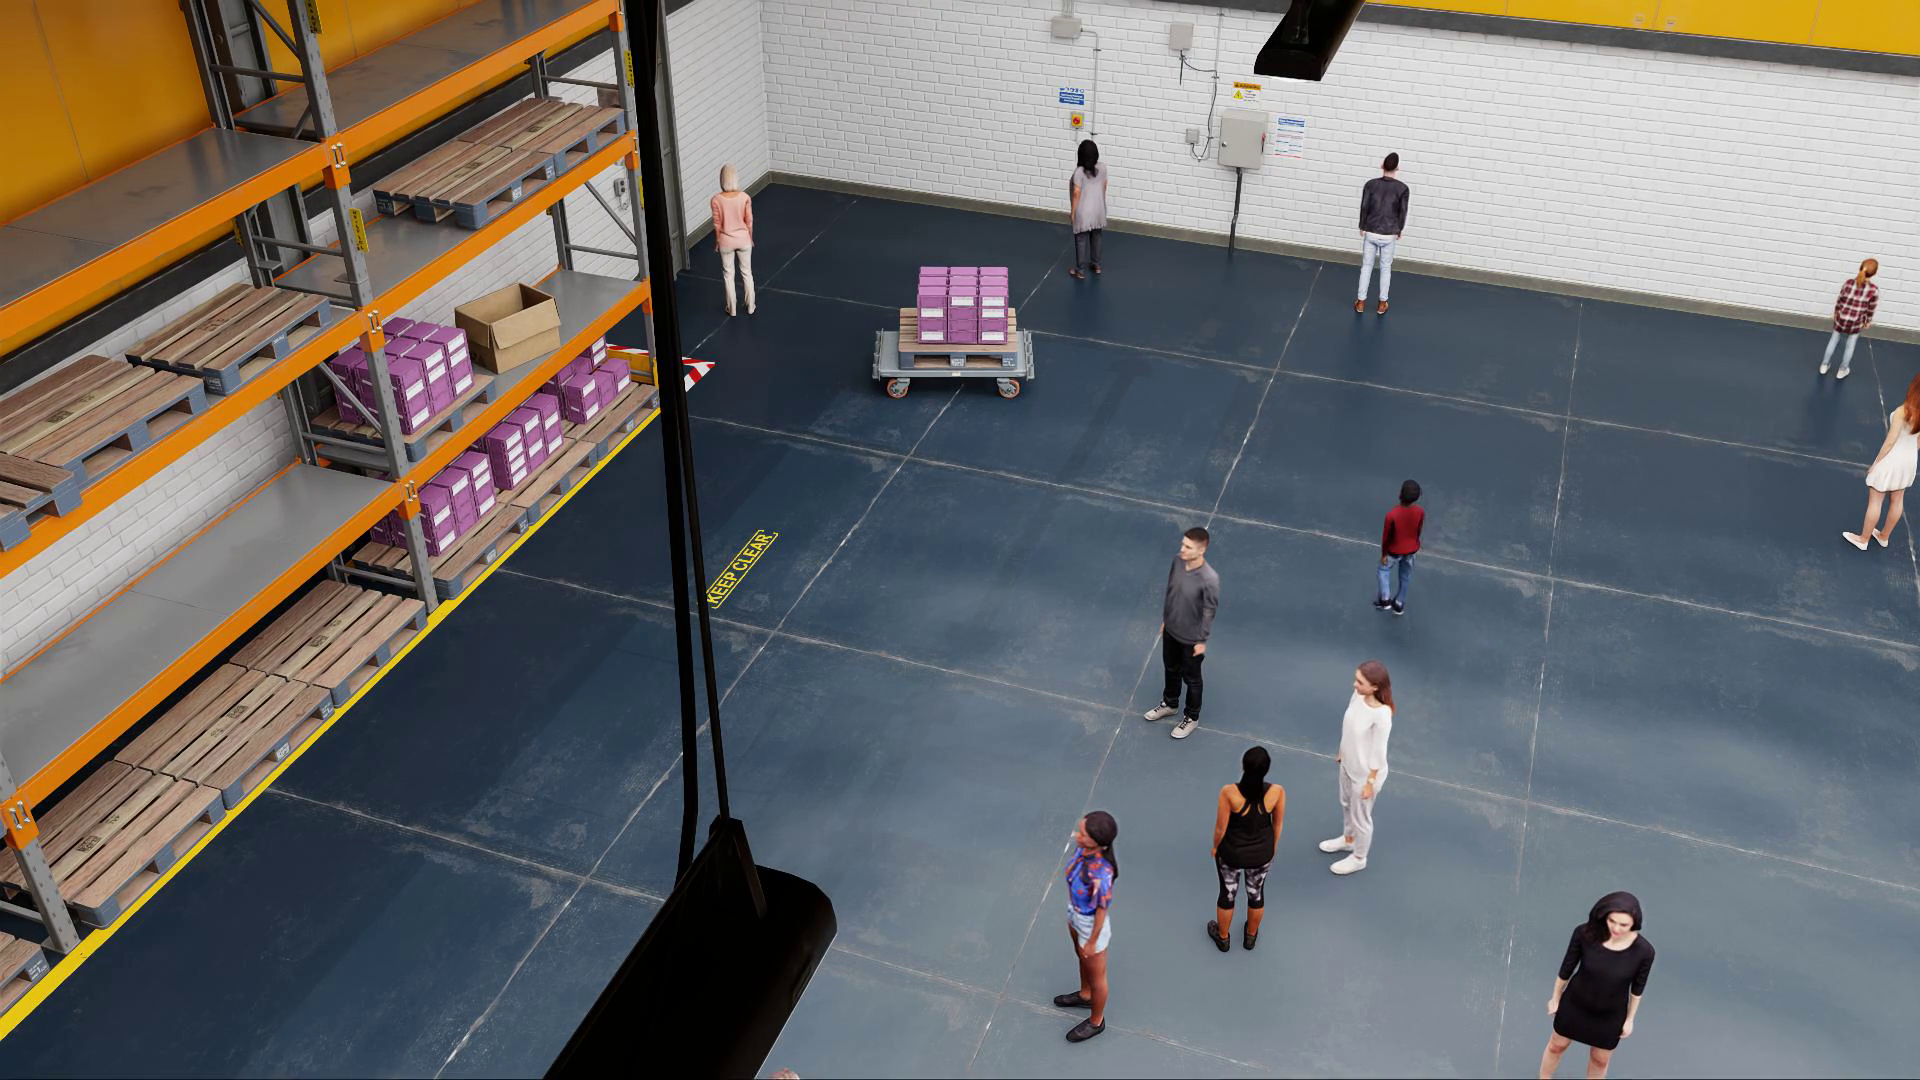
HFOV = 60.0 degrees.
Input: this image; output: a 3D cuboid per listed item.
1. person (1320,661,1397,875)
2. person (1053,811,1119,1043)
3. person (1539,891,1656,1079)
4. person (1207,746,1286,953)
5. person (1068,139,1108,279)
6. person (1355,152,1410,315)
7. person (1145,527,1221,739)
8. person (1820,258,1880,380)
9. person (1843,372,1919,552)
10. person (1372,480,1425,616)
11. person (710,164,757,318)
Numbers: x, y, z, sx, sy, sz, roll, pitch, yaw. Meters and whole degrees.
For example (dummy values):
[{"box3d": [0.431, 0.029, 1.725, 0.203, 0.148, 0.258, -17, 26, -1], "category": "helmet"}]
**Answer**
[{"box3d": [2.694, 1.496, 11.091, 0.747, 1.685, 0.654, -9, 35, -13], "category": "person"}, {"box3d": [0.773, 2.270, 9.875, 0.726, 1.741, 0.620, -6, 34, -9], "category": "person"}, {"box3d": [3.531, 2.630, 9.277, 0.618, 1.804, 0.508, 15, 36, 21], "category": "person"}, {"box3d": [1.797, 1.934, 10.453, 0.647, 1.661, 0.636, -2, 34, -4], "category": "person"}, {"box3d": [1.480, -3.821, 19.159, 0.776, 1.609, 0.842, -18, 38, -25], "category": "person"}, {"box3d": [4.622, -3.366, 18.270, 0.662, 1.835, 0.561, 9, 35, 13], "category": "person"}, {"box3d": [1.671, 0.657, 12.283, 0.714, 1.761, 0.702, -24, 40, -31], "category": "person"}, {"box3d": [9.179, -2.291, 17.131, 0.582, 1.305, 0.593, 23, 40, 30], "category": "person"}, {"box3d": [8.089, -0.687, 14.351, 0.648, 1.712, 0.678, -7, 34, -10], "category": "person"}, {"box3d": [3.629, 0.093, 13.599, 0.579, 1.246, 0.605, -4, 34, -6], "category": "person"}, {"box3d": [-2.485, -3.293, 18.259, 0.685, 1.725, 0.713, -9, 35, -14], "category": "person"}]
